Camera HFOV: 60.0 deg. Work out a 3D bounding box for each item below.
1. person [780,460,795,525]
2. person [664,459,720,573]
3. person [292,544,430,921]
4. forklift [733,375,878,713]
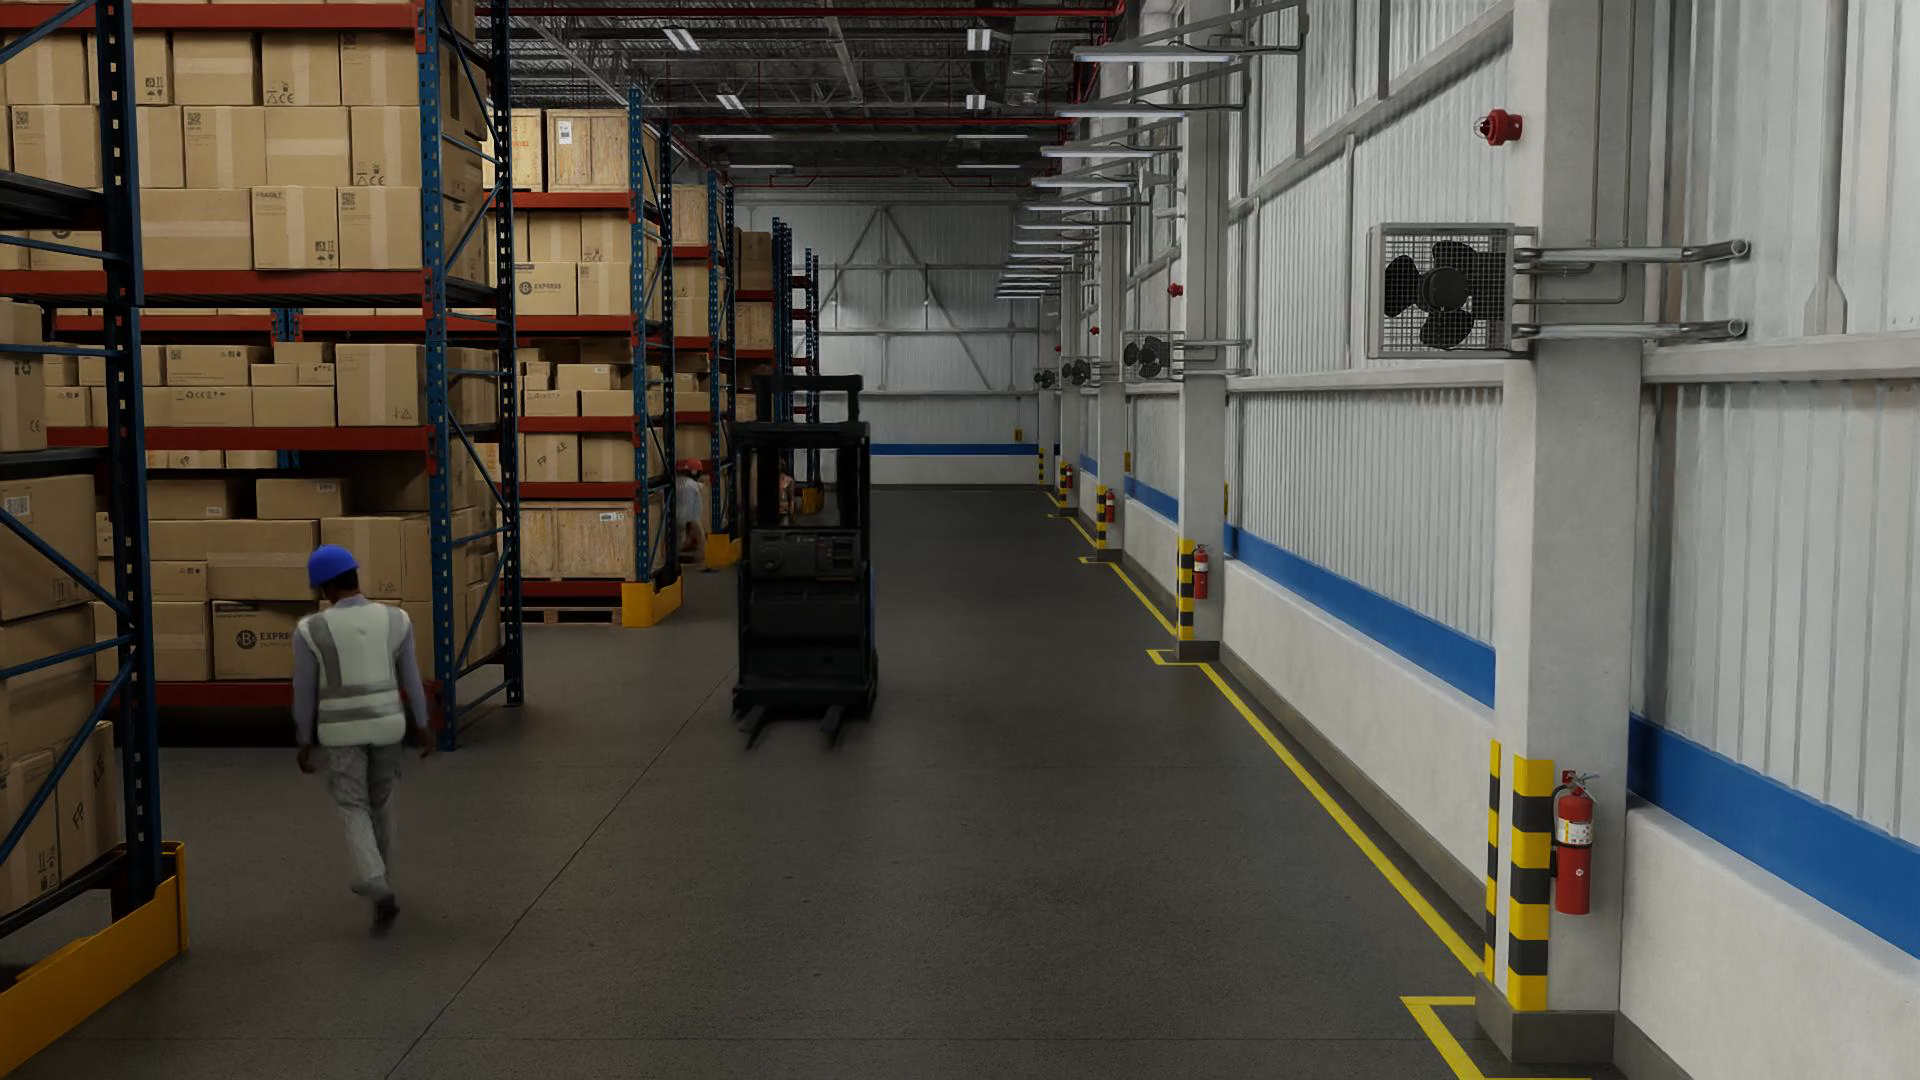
[{"bbox_3d":[-2.873,-0.458,26.369,0.514,1.645,0.308,1,5,10],"label":"person"},{"bbox_3d":[-4.047,-0.346,24.707,0.840,1.714,0.570,-1,5,-11],"label":"person"},{"bbox_3d":[-2.993,0.963,8.377,0.659,1.898,0.813,-4,6,-40],"label":"person"},{"bbox_3d":[-1.298,-0.041,14.389,1.129,2.768,1.873,0,5,0],"label":"forklift"}]
